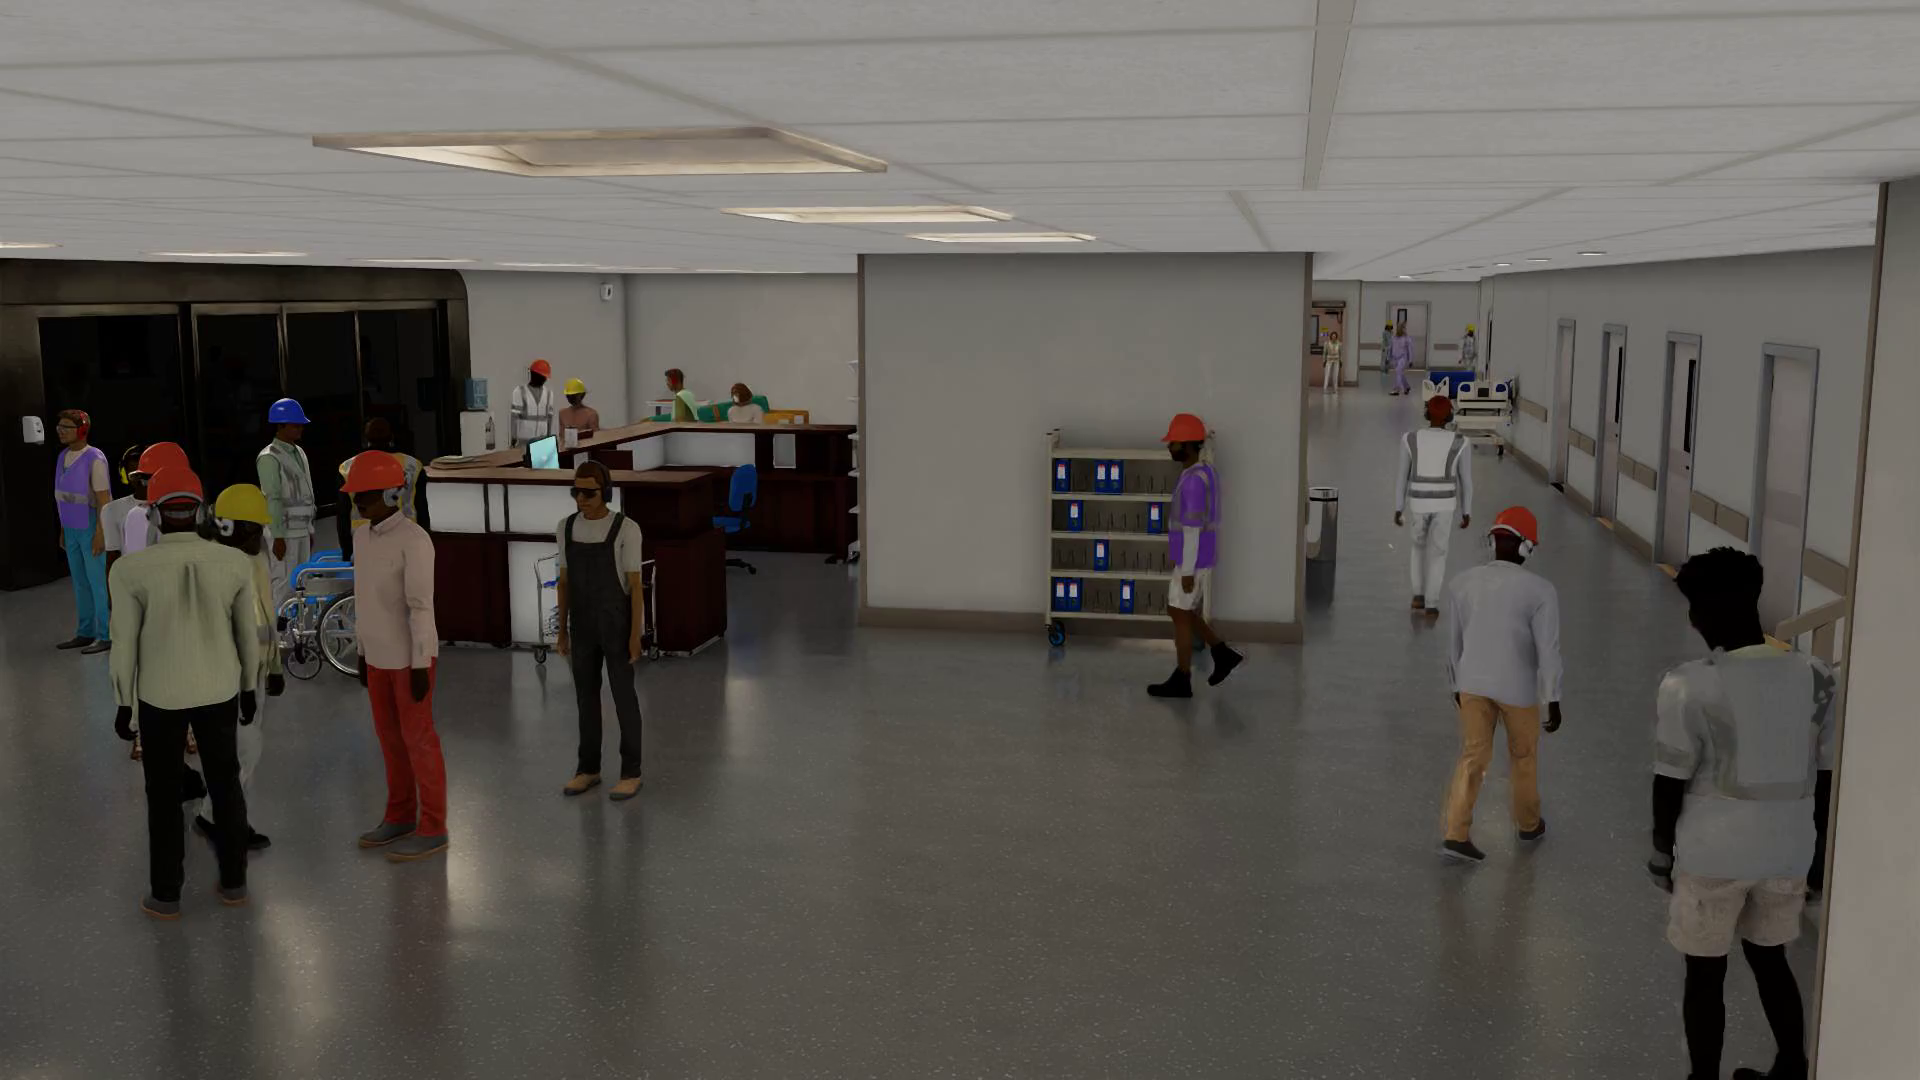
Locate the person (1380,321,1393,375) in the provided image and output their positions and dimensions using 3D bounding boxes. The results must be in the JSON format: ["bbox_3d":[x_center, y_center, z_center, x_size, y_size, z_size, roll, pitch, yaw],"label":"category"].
[{"bbox_3d":[13.712,-6.147,53.265,0.487,1.741,0.313,-7,11,-37],"label":"person"}]

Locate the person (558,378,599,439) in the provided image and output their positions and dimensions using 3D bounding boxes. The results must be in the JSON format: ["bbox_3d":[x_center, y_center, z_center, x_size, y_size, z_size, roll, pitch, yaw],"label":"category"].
[{"bbox_3d":[-4.262,-0.939,18.683,0.527,1.757,0.433,3,9,17],"label":"person"}]

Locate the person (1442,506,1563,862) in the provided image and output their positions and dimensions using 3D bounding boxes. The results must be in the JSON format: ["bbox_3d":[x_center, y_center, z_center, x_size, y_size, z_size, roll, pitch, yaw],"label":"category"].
[{"bbox_3d":[2.622,0.696,8.029,0.616,1.702,0.859,8,12,42],"label":"person"}]

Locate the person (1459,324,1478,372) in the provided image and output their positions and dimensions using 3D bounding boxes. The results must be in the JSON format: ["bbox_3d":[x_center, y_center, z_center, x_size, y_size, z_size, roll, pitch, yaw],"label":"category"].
[{"bbox_3d":[13.998,-5.012,45.584,0.590,1.781,0.930,-6,11,-35],"label":"person"}]

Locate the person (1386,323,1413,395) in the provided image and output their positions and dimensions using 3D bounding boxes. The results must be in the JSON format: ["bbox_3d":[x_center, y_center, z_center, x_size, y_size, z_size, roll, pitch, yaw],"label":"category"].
[{"bbox_3d":[11.479,-4.698,43.232,0.900,1.873,0.639,-6,10,-33],"label":"person"}]

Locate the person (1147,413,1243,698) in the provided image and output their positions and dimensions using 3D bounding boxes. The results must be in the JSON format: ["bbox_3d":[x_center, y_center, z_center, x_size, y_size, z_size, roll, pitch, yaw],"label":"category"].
[{"bbox_3d":[1.561,0.115,11.090,0.524,1.927,0.560,2,9,12],"label":"person"}]

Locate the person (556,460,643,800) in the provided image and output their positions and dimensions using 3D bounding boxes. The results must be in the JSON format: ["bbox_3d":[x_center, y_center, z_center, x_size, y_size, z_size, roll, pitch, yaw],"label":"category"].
[{"bbox_3d":[-1.941,0.481,8.967,0.505,1.838,0.347,3,9,17],"label":"person"}]

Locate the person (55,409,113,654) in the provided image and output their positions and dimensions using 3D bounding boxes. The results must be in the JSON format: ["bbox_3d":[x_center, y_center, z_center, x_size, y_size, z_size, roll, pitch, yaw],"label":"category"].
[{"bbox_3d":[-6.618,-0.072,12.592,0.565,1.850,0.390,6,10,33],"label":"person"}]

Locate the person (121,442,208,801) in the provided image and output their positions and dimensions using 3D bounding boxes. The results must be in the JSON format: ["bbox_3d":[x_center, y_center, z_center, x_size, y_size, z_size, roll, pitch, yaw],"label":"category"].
[{"bbox_3d":[-4.254,0.436,8.972,0.548,1.929,0.386,7,11,40],"label":"person"}]

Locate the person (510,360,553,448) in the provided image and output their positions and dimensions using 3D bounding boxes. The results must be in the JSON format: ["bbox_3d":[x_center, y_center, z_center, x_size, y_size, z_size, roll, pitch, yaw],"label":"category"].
[{"bbox_3d":[-5.380,-1.324,20.874,0.646,1.866,1.010,-6,11,-36],"label":"person"}]

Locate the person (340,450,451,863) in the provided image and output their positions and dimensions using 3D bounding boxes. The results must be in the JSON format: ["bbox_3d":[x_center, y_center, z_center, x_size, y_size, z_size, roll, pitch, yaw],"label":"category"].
[{"bbox_3d":[-2.740,0.553,8.013,0.610,1.985,0.413,7,11,40],"label":"person"}]

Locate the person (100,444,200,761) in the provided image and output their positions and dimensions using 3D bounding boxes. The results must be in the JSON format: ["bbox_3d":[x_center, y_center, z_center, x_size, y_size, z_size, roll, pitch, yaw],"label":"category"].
[{"bbox_3d":[-4.700,0.361,9.711,0.515,1.858,0.331,-6,10,-33],"label":"person"}]

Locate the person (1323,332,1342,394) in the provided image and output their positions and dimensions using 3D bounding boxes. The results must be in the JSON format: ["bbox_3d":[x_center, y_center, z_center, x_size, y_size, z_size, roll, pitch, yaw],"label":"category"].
[{"bbox_3d":[9.806,-4.666,43.779,0.523,1.636,0.310,0,9,-3],"label":"person"}]

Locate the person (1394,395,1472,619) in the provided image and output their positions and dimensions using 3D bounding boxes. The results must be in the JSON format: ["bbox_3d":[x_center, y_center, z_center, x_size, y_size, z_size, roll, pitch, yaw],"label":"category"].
[{"bbox_3d":[3.975,-0.284,13.935,0.613,1.865,0.566,4,9,23],"label":"person"}]

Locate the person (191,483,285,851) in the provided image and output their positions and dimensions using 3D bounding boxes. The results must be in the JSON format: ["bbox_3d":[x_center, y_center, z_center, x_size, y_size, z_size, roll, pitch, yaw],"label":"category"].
[{"bbox_3d":[-3.508,0.627,8.082,0.427,1.809,0.602,1,9,8],"label":"person"}]

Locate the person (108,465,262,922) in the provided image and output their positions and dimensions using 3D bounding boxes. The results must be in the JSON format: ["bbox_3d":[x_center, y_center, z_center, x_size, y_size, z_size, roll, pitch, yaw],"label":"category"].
[{"bbox_3d":[-3.394,0.661,7.307,0.624,1.983,0.417,-8,12,-42],"label":"person"}]

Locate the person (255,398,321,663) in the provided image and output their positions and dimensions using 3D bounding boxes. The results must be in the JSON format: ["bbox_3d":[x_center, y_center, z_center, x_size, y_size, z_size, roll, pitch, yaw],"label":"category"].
[{"bbox_3d":[-4.930,-0.069,12.242,0.388,1.947,0.615,0,9,-2],"label":"person"}]

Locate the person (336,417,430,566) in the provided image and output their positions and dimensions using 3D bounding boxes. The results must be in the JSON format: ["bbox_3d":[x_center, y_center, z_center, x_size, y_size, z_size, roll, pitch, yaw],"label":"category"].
[{"bbox_3d":[-4.122,0.039,11.923,0.630,1.835,0.429,-3,9,-19],"label":"person"}]

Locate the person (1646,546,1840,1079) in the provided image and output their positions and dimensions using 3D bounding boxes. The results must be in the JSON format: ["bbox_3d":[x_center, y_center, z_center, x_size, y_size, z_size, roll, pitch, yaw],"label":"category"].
[{"bbox_3d":[2.515,0.981,5.346,0.664,1.933,0.467,-1,9,-8],"label":"person"}]

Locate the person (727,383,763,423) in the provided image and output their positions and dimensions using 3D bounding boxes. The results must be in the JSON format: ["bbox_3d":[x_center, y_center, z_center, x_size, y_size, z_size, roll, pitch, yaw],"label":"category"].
[{"bbox_3d":[-2.603,-1.130,20.381,0.516,1.607,0.555,3,9,20],"label":"person"}]
